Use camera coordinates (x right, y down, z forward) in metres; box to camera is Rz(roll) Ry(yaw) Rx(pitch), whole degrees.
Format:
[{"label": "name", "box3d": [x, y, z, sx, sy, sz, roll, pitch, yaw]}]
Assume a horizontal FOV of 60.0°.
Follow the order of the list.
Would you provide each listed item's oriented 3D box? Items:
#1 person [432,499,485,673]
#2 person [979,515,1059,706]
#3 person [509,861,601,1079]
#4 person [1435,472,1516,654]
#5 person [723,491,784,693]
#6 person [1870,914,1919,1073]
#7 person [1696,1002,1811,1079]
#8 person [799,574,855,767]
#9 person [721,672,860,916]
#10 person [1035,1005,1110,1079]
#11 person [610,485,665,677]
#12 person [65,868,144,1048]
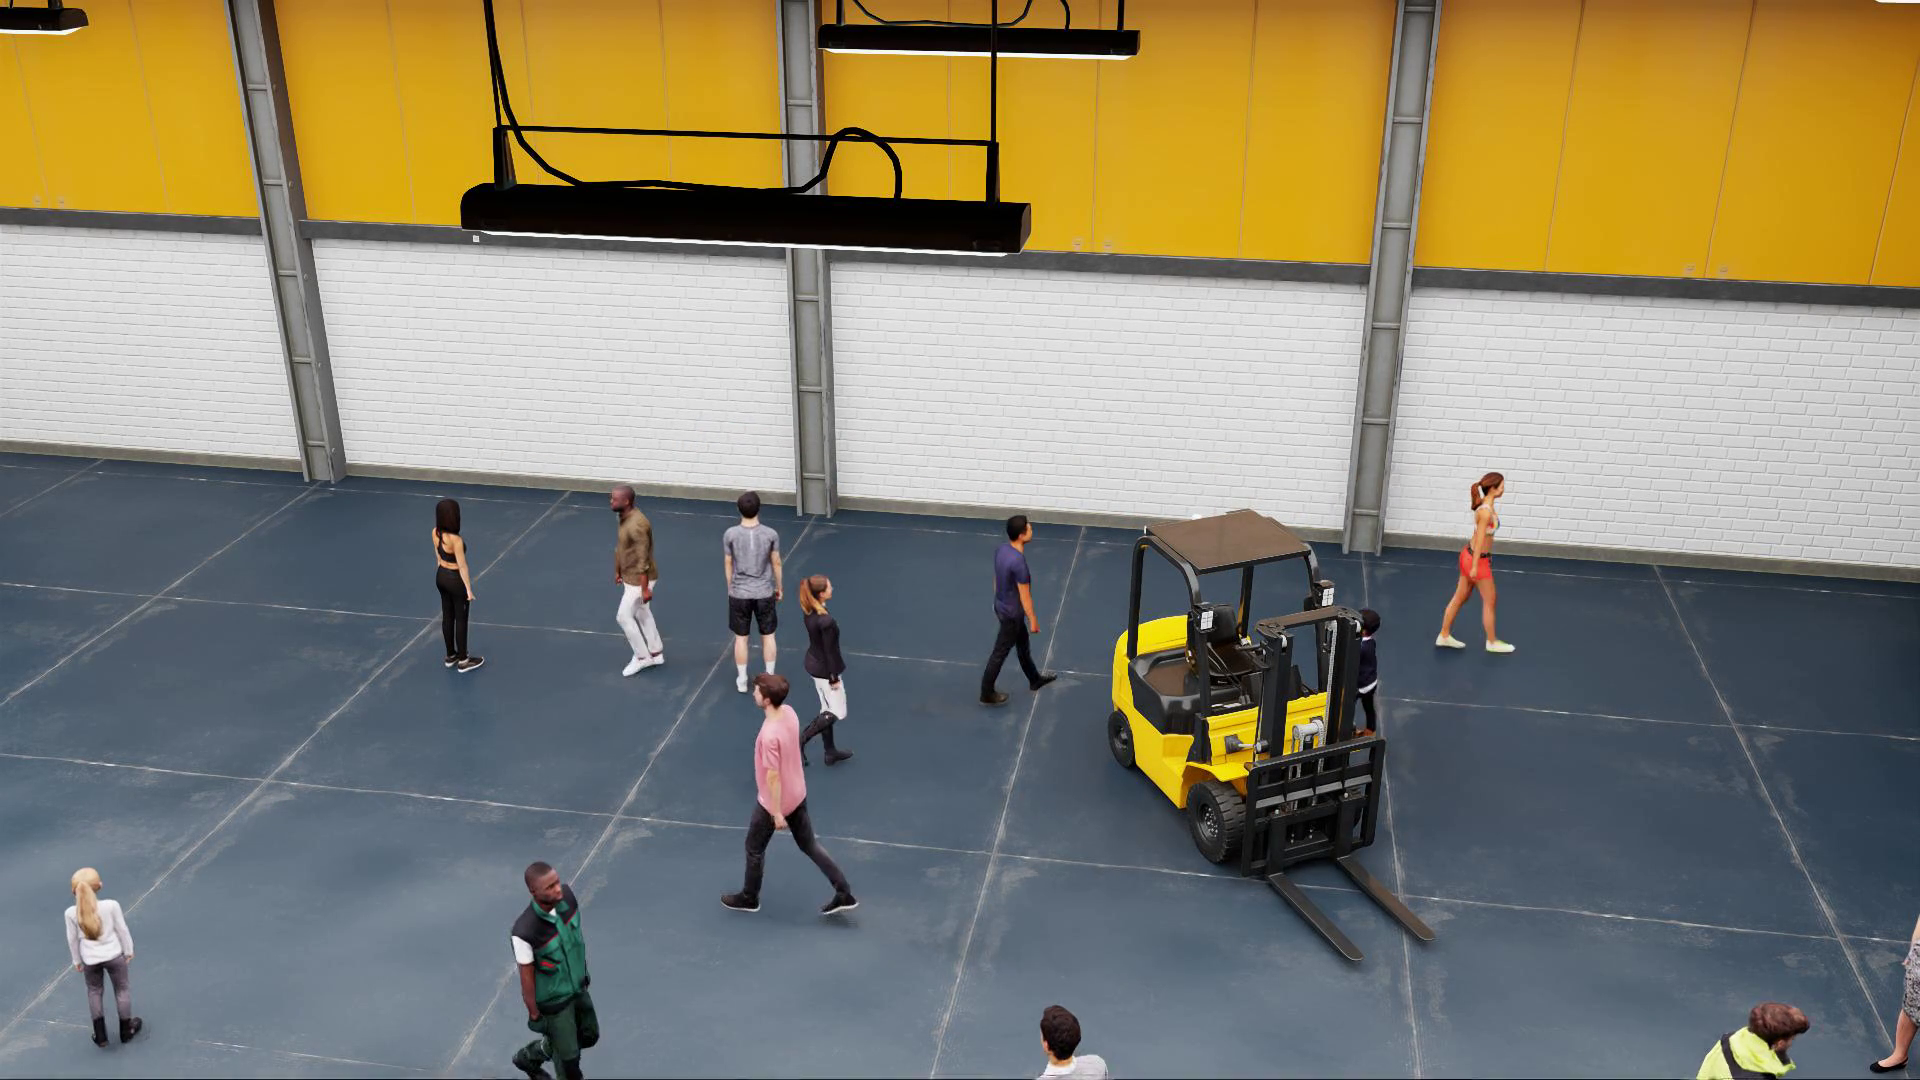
[{"label": "person", "box3d": [-4.608, 0.397, 15.072, 0.548, 1.641, 0.662, 14, 27, 30]}, {"label": "person", "box3d": [0.349, 0.639, 14.373, 1.115, 1.759, 0.951, -7, 25, -16]}, {"label": "person", "box3d": [-2.423, 2.629, 9.739, 0.967, 1.824, 0.792, 9, 25, 19]}, {"label": "person", "box3d": [4.665, 0.217, 15.332, 0.917, 1.763, 0.597, 4, 24, 10]}, {"label": "person", "box3d": [-1.826, 0.465, 14.642, 0.567, 1.863, 0.758, -2, 24, -4]}, {"label": "person", "box3d": [5.914, 2.584, 9.992, 0.669, 1.704, 0.643, -11, 26, -24]}, {"label": "person", "box3d": [3.786, 3.128, 8.435, 0.828, 1.954, 0.787, 2, 24, 4]}, {"label": "person", "box3d": [-1.167, 1.096, 13.375, 0.935, 1.719, 0.820, -10, 25, -21]}, {"label": "person", "box3d": [-1.137, 1.809, 11.501, 1.262, 1.915, 0.731, 7, 25, 15]}, {"label": "person", "box3d": [0.553, 3.220, 8.298, 1.049, 1.894, 1.150, -21, 31, -40]}, {"label": "person", "box3d": [-2.833, 0.340, 14.996, 0.897, 1.808, 0.878, -10, 26, -23]}, {"label": "person", "box3d": [-5.371, 2.621, 10.440, 0.554, 1.276, 0.643, -6, 24, -14]}]
